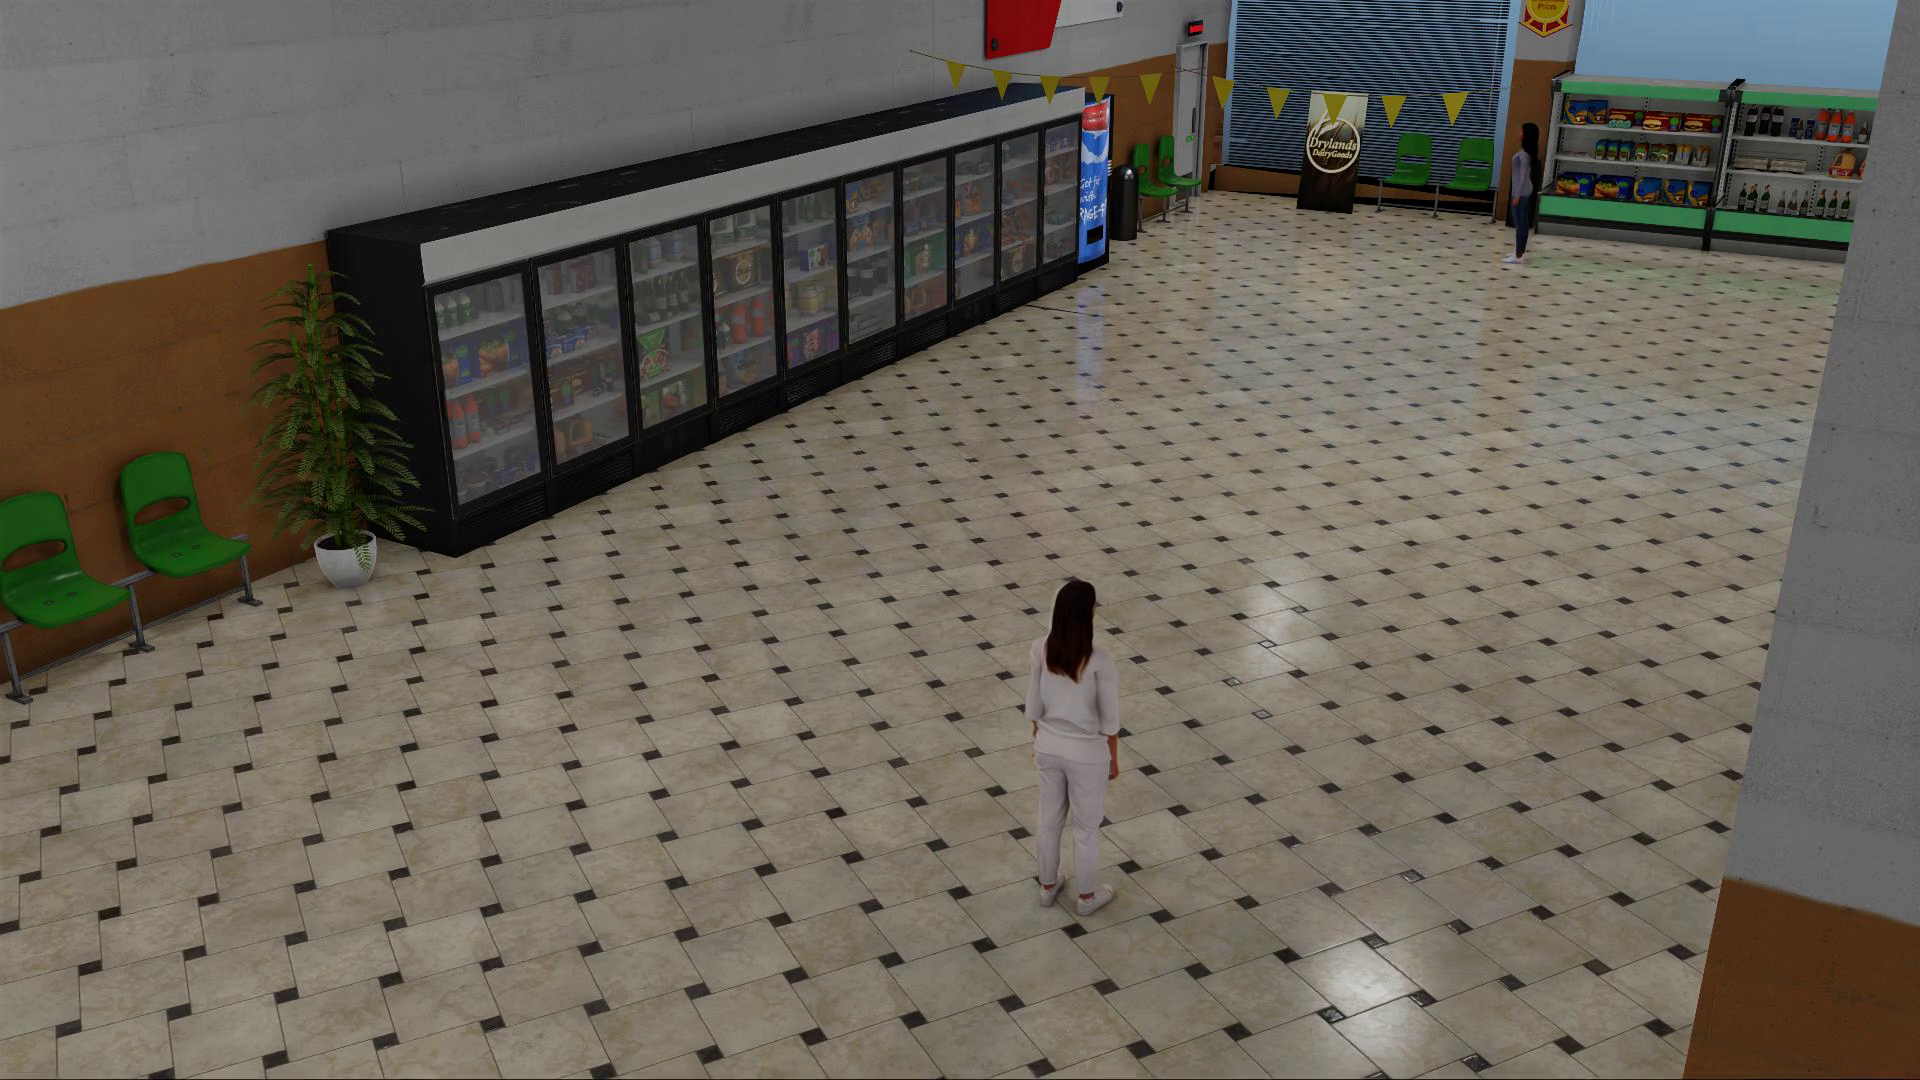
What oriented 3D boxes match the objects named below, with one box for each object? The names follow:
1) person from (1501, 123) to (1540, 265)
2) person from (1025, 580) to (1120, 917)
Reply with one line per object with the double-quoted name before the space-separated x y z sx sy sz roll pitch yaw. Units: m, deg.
"person" 7.098 -4.372 20.970 0.508 1.734 0.603 12 25 27
"person" 0.527 0.968 7.743 0.473 1.689 0.664 11 24 25
